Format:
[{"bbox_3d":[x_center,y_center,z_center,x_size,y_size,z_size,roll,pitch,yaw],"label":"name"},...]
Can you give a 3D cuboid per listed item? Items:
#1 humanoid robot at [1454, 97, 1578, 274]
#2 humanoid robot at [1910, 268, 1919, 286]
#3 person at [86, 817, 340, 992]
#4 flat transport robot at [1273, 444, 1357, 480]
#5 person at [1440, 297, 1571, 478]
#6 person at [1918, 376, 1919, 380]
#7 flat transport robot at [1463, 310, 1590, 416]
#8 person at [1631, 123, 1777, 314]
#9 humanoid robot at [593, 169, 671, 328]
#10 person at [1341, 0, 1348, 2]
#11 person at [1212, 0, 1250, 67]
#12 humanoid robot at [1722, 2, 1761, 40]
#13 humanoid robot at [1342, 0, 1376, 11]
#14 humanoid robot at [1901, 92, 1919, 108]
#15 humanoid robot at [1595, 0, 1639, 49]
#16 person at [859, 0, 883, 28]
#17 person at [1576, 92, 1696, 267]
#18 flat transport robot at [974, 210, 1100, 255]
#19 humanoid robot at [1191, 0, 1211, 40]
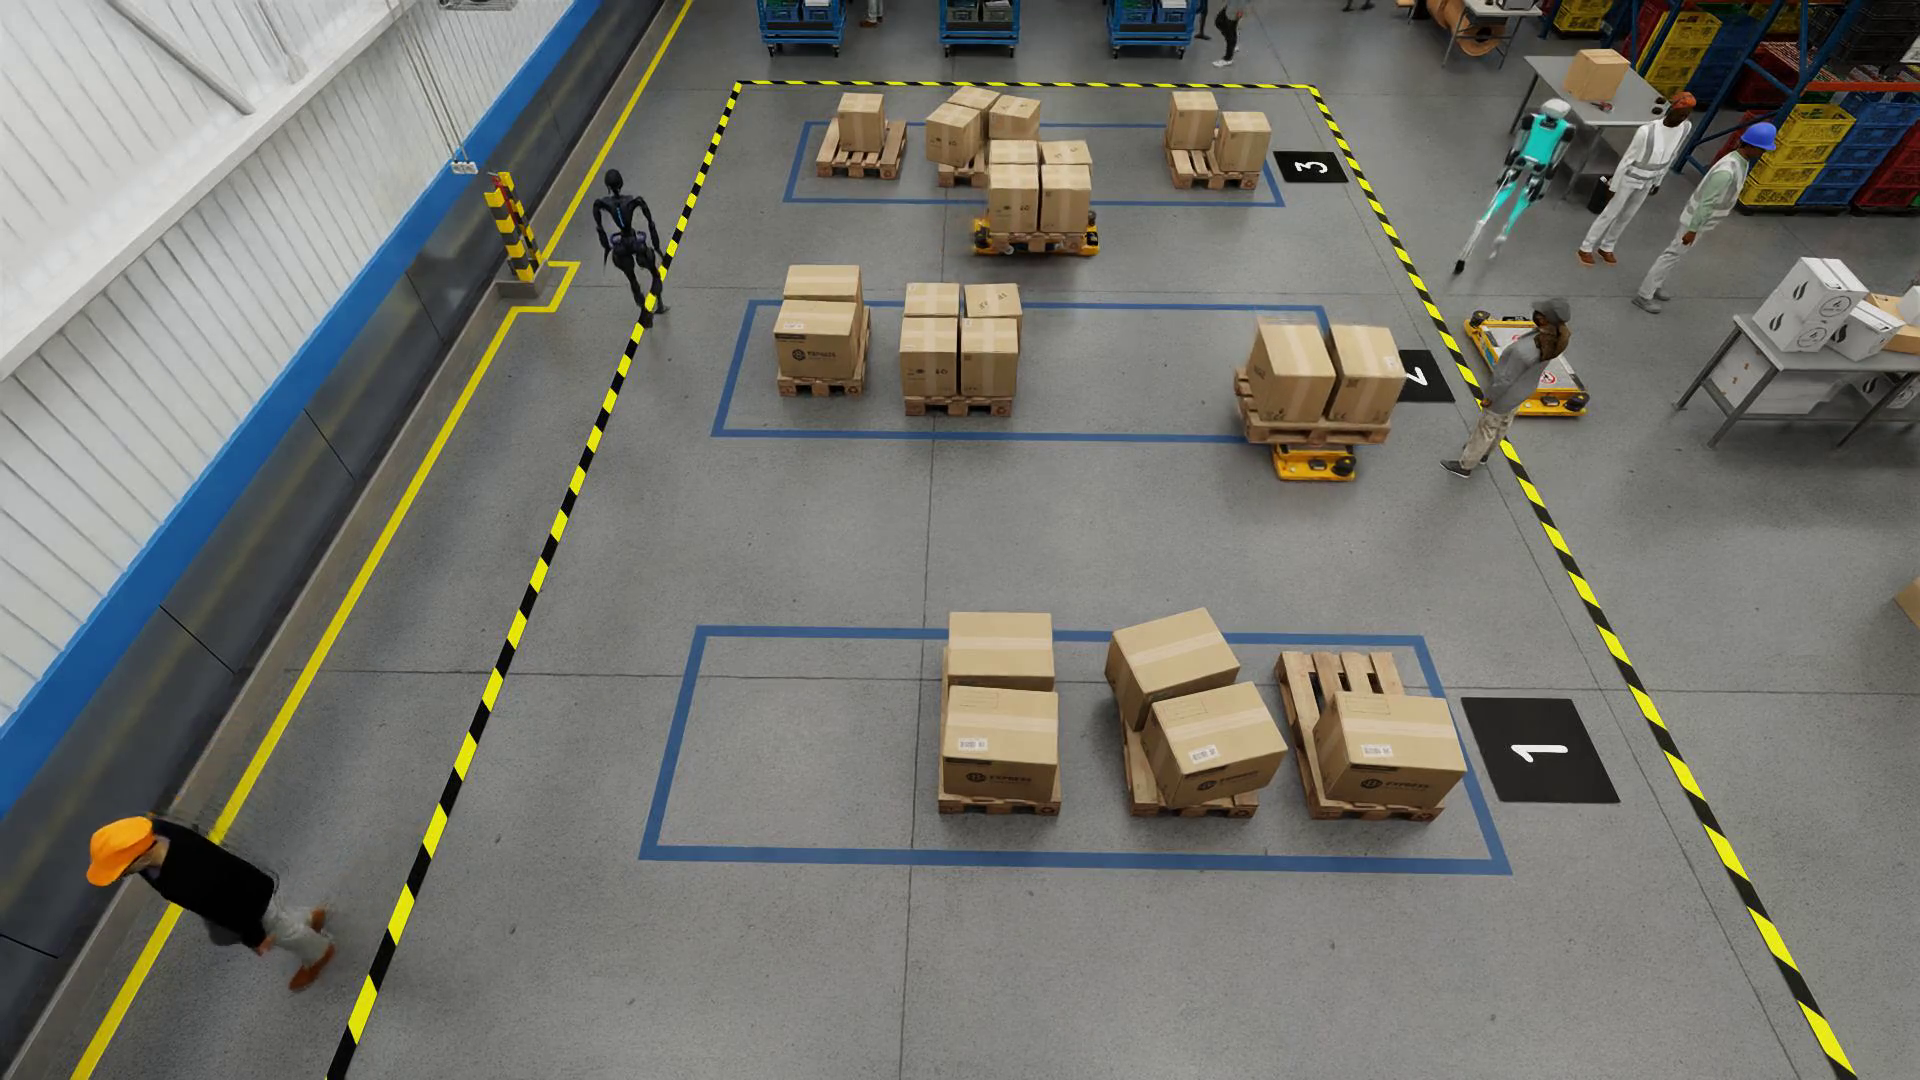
[{"bbox_3d":[5.821,-3.667,9.748,0.974,1.761,0.553,-35,57,-26],"label":"humanoid robot"},{"bbox_3d":[10.573,-3.348,9.399,0.531,1.693,0.743,5,49,4],"label":"humanoid robot"},{"bbox_3d":[-3.834,1.924,4.804,0.613,1.874,0.412,23,53,19],"label":"person"},{"bbox_3d":[3.158,-1.120,8.484,0.652,0.197,1.431,1,49,1],"label":"flat transport robot"},{"bbox_3d":[4.581,-1.247,7.619,0.563,1.769,0.396,-29,55,-23],"label":"person"},{"bbox_3d":[9.354,-2.201,8.283,0.465,2.020,0.619,-33,57,-25],"label":"person"},{"bbox_3d":[5.573,-1.757,9.054,0.659,0.231,1.431,1,49,1],"label":"flat transport robot"},{"bbox_3d":[7.460,-3.226,9.215,0.390,1.945,0.615,36,58,27],"label":"person"},{"bbox_3d":[-3.272,-2.889,9.101,0.601,1.654,0.365,-8,50,-7],"label":"humanoid robot"},{"bbox_3d":[6.619,-9.966,15.037,0.361,1.963,0.614,35,58,27],"label":"person"},{"bbox_3d":[3.975,-7.823,13.264,0.420,1.836,0.621,-2,49,-2],"label":"person"},{"bbox_3d":[11.711,-7.880,13.453,0.585,1.639,0.753,-34,57,-26],"label":"humanoid robot"},{"bbox_3d":[6.677,-9.478,14.824,0.612,1.640,0.609,-25,54,-20],"label":"humanoid robot"},{"bbox_3d":[12.762,-6.075,11.815,0.567,1.756,0.855,-18,51,-15],"label":"humanoid robot"},{"bbox_3d":[9.959,-8.133,13.648,0.372,1.647,0.608,8,50,7],"label":"humanoid robot"},{"bbox_3d":[-1.437,-9.065,14.280,0.370,1.934,0.627,17,51,14],"label":"person"},{"bbox_3d":[7.209,-3.808,9.767,0.585,1.878,0.377,-7,50,-6],"label":"person"},{"bbox_3d":[0.876,-3.571,10.606,1.431,0.197,0.652,1,49,1],"label":"flat transport robot"},{"bbox_3d":[3.735,-8.647,14.094,0.643,1.634,0.604,24,53,20],"label":"humanoid robot"}]
